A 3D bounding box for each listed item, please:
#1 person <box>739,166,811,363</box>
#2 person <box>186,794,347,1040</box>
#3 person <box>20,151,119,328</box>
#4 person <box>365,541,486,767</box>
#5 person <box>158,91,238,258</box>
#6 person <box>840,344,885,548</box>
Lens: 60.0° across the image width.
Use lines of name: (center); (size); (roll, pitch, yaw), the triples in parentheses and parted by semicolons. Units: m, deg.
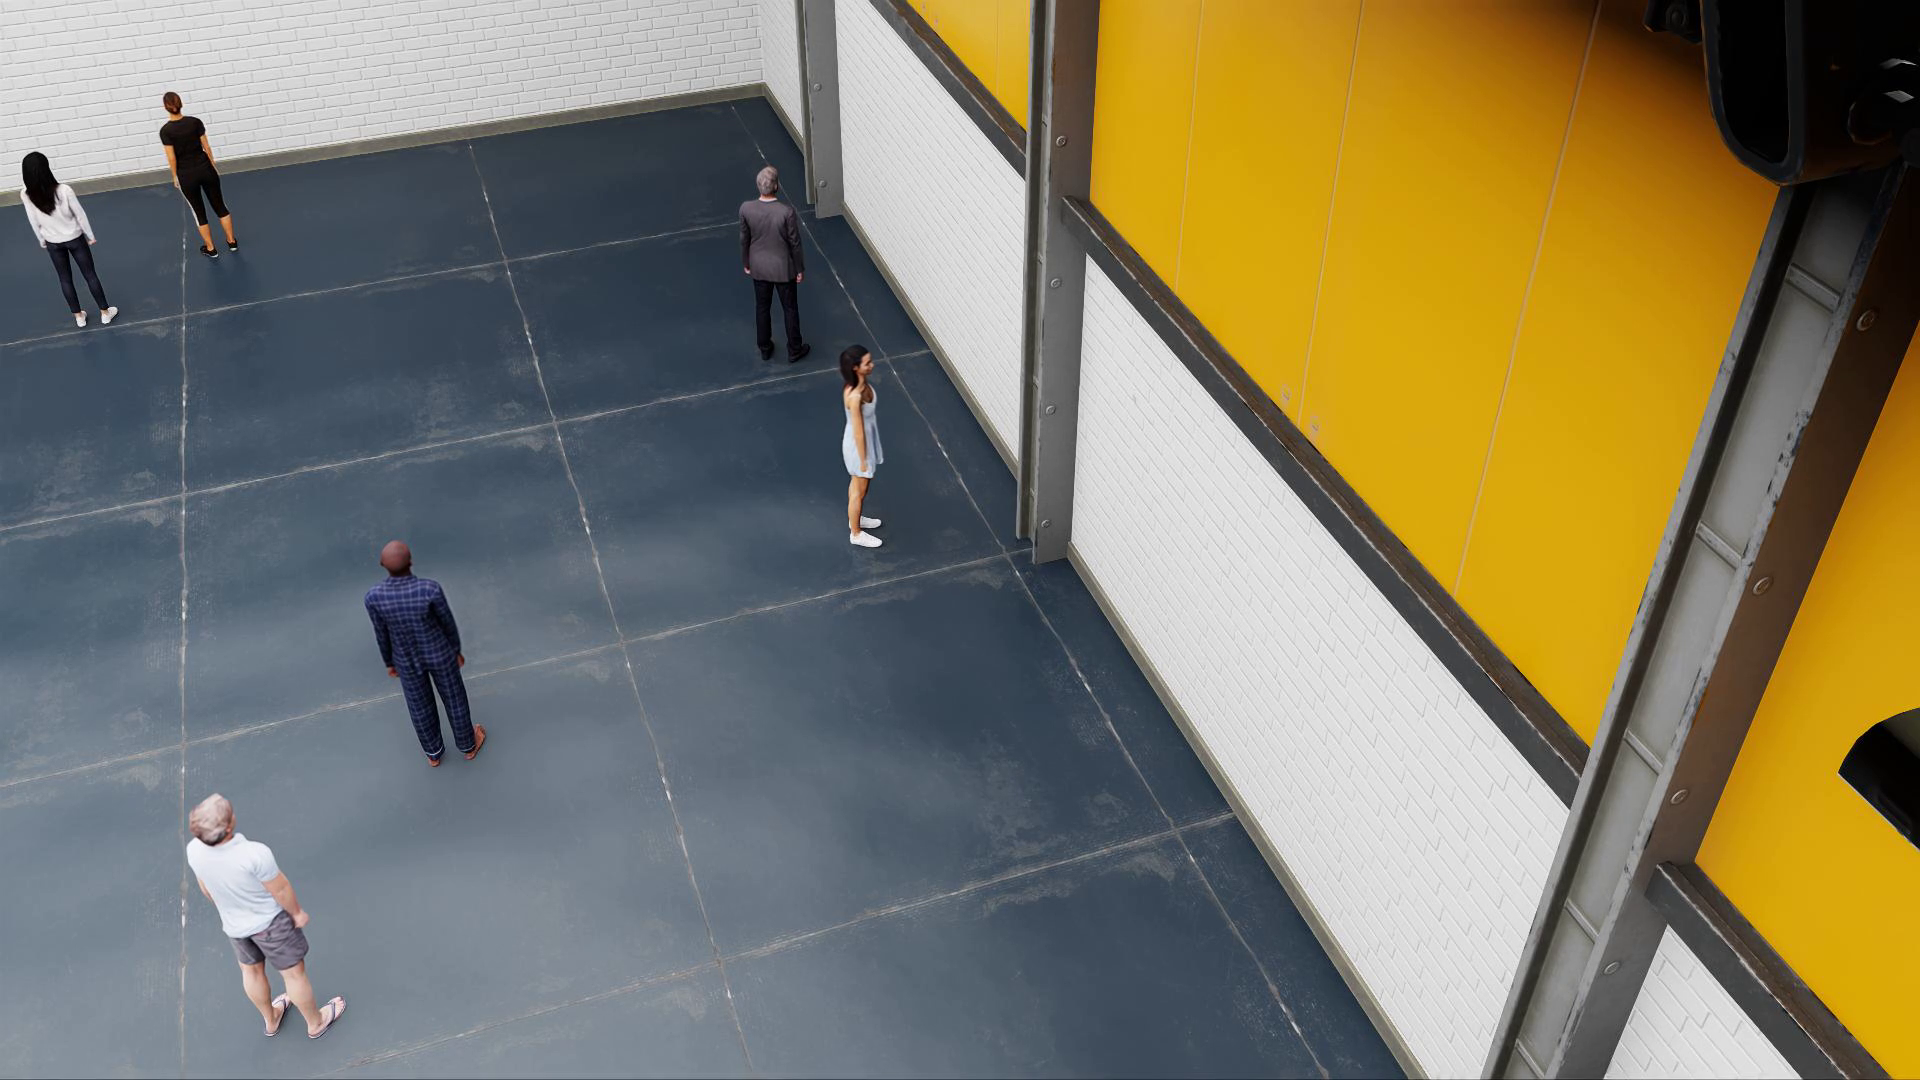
person: (-1.637, -2.415, 14.593); (0.810, 1.839, 0.797); (7, 39, 9)
person: (-3.816, 2.058, 8.998); (0.741, 1.832, 0.735); (6, 39, 7)
person: (-8.139, -2.734, 15.103); (0.642, 1.700, 0.575); (-9, 39, -11)
person: (-3.439, 0.728, 10.673); (0.686, 1.819, 0.642); (-7, 39, -9)
person: (-7.432, -3.564, 16.169); (0.641, 1.669, 0.615); (-28, 46, -31)
person: (-0.755, -0.732, 12.573); (0.714, 1.730, 0.575); (0, 39, 0)
